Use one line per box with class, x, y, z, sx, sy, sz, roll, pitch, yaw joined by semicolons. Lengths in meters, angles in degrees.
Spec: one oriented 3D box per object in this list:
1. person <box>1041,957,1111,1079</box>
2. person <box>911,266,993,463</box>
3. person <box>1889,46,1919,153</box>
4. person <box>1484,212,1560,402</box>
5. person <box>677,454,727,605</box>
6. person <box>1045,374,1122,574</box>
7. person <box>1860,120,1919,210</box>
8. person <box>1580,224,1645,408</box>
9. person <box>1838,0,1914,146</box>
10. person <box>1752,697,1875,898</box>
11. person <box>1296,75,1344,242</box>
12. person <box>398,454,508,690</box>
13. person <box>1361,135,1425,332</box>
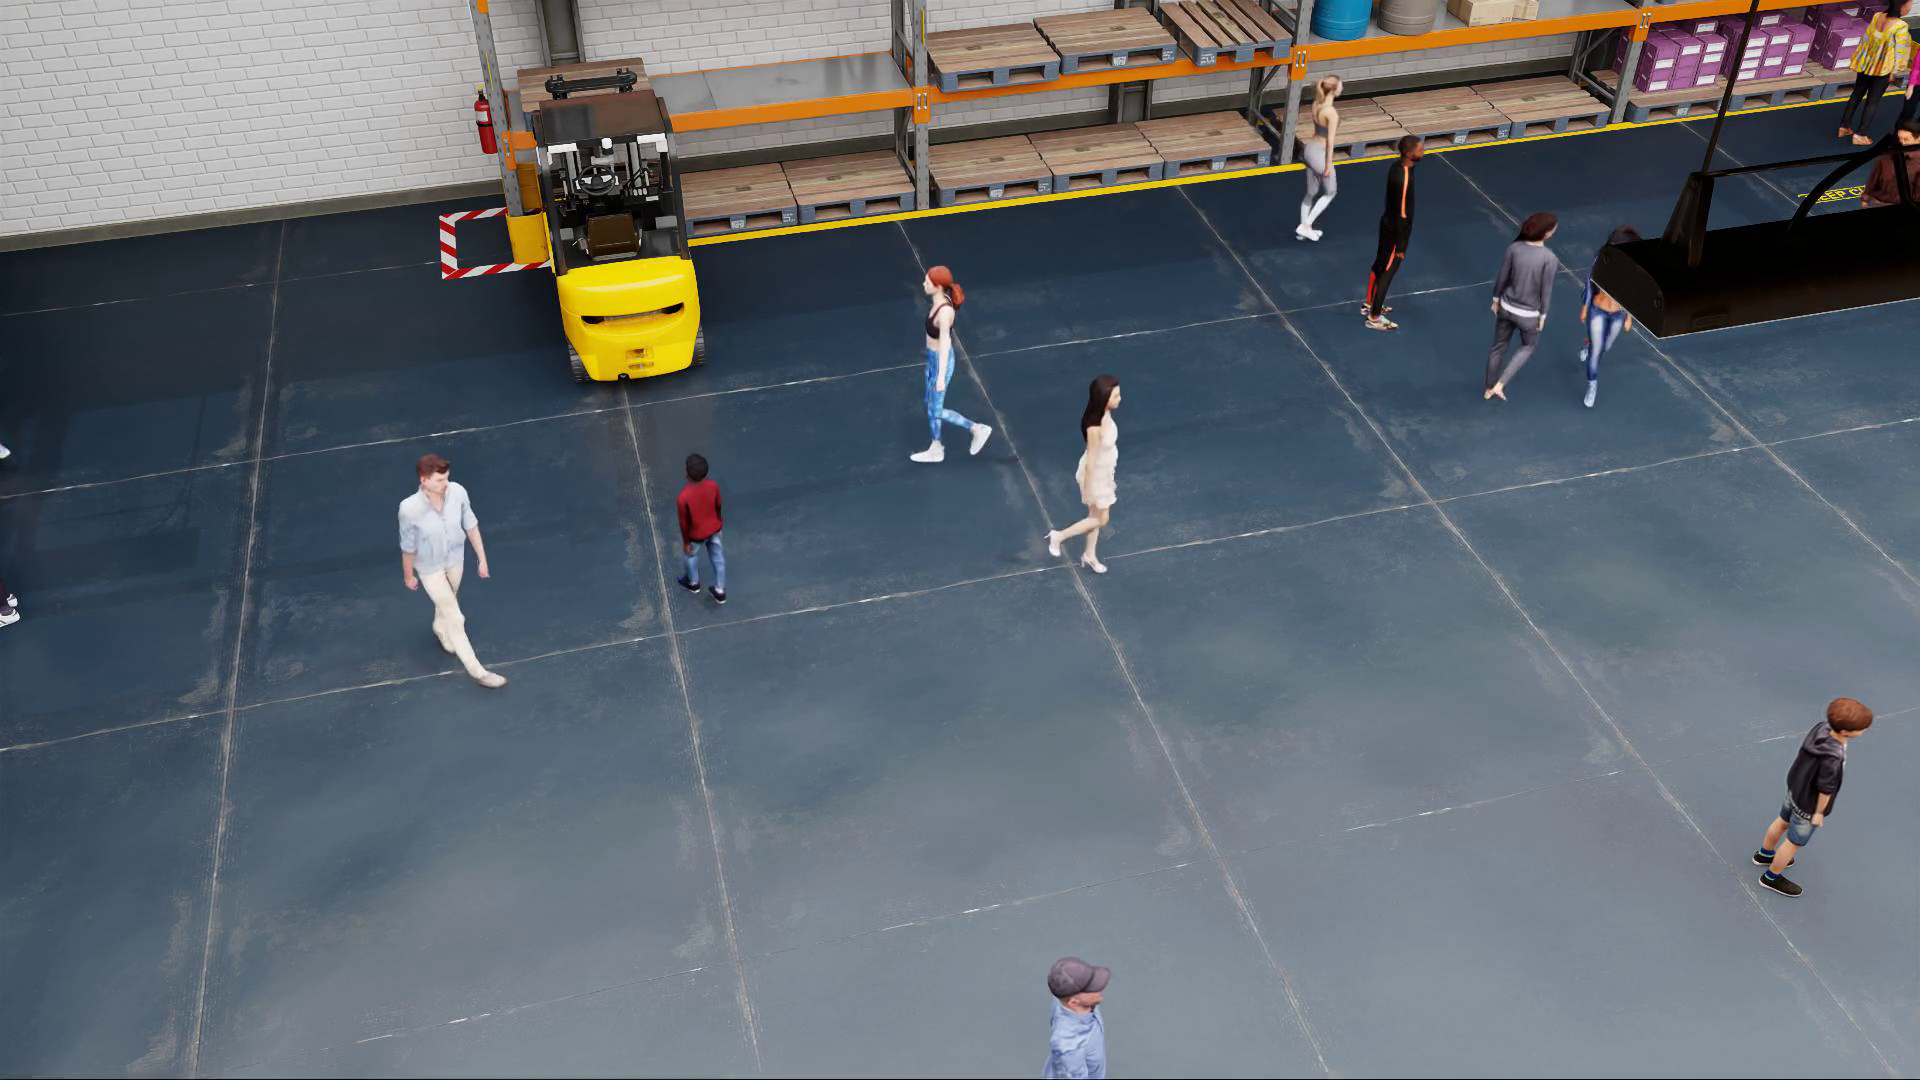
person;0.541;2.626;7.960;0.671;1.886;0.712;1;39;1
person;-0.071;-1.339;13.023;0.900;1.774;0.629;-5;39;-6
person;10.124;-4.808;17.453;0.666;1.666;0.822;-11;40;-13
person;4.575;-1.858;13.675;0.798;1.762;0.850;29;47;31
person;-1.801;-0.048;11.822;0.677;1.245;0.706;-26;45;-29
person;0.890;-0.471;11.966;0.862;1.727;0.767;9;39;11
person;8.470;-3.003;15.119;0.927;1.748;1.011;24;44;27
person;5.392;-1.920;13.876;0.989;1.607;0.969;9;40;11
person;9.783;-5.045;17.756;0.751;1.647;0.719;-12;40;-15
person;4.988;1.479;9.749;0.623;1.446;0.611;7;39;9
person;3.367;-3.637;15.956;0.634;1.693;0.589;-14;41;-17
person;-3.538;0.124;11.155;1.194;1.808;1.131;-30;47;-32
person;3.841;-2.744;14.747;0.645;1.808;0.694;2;39;3
